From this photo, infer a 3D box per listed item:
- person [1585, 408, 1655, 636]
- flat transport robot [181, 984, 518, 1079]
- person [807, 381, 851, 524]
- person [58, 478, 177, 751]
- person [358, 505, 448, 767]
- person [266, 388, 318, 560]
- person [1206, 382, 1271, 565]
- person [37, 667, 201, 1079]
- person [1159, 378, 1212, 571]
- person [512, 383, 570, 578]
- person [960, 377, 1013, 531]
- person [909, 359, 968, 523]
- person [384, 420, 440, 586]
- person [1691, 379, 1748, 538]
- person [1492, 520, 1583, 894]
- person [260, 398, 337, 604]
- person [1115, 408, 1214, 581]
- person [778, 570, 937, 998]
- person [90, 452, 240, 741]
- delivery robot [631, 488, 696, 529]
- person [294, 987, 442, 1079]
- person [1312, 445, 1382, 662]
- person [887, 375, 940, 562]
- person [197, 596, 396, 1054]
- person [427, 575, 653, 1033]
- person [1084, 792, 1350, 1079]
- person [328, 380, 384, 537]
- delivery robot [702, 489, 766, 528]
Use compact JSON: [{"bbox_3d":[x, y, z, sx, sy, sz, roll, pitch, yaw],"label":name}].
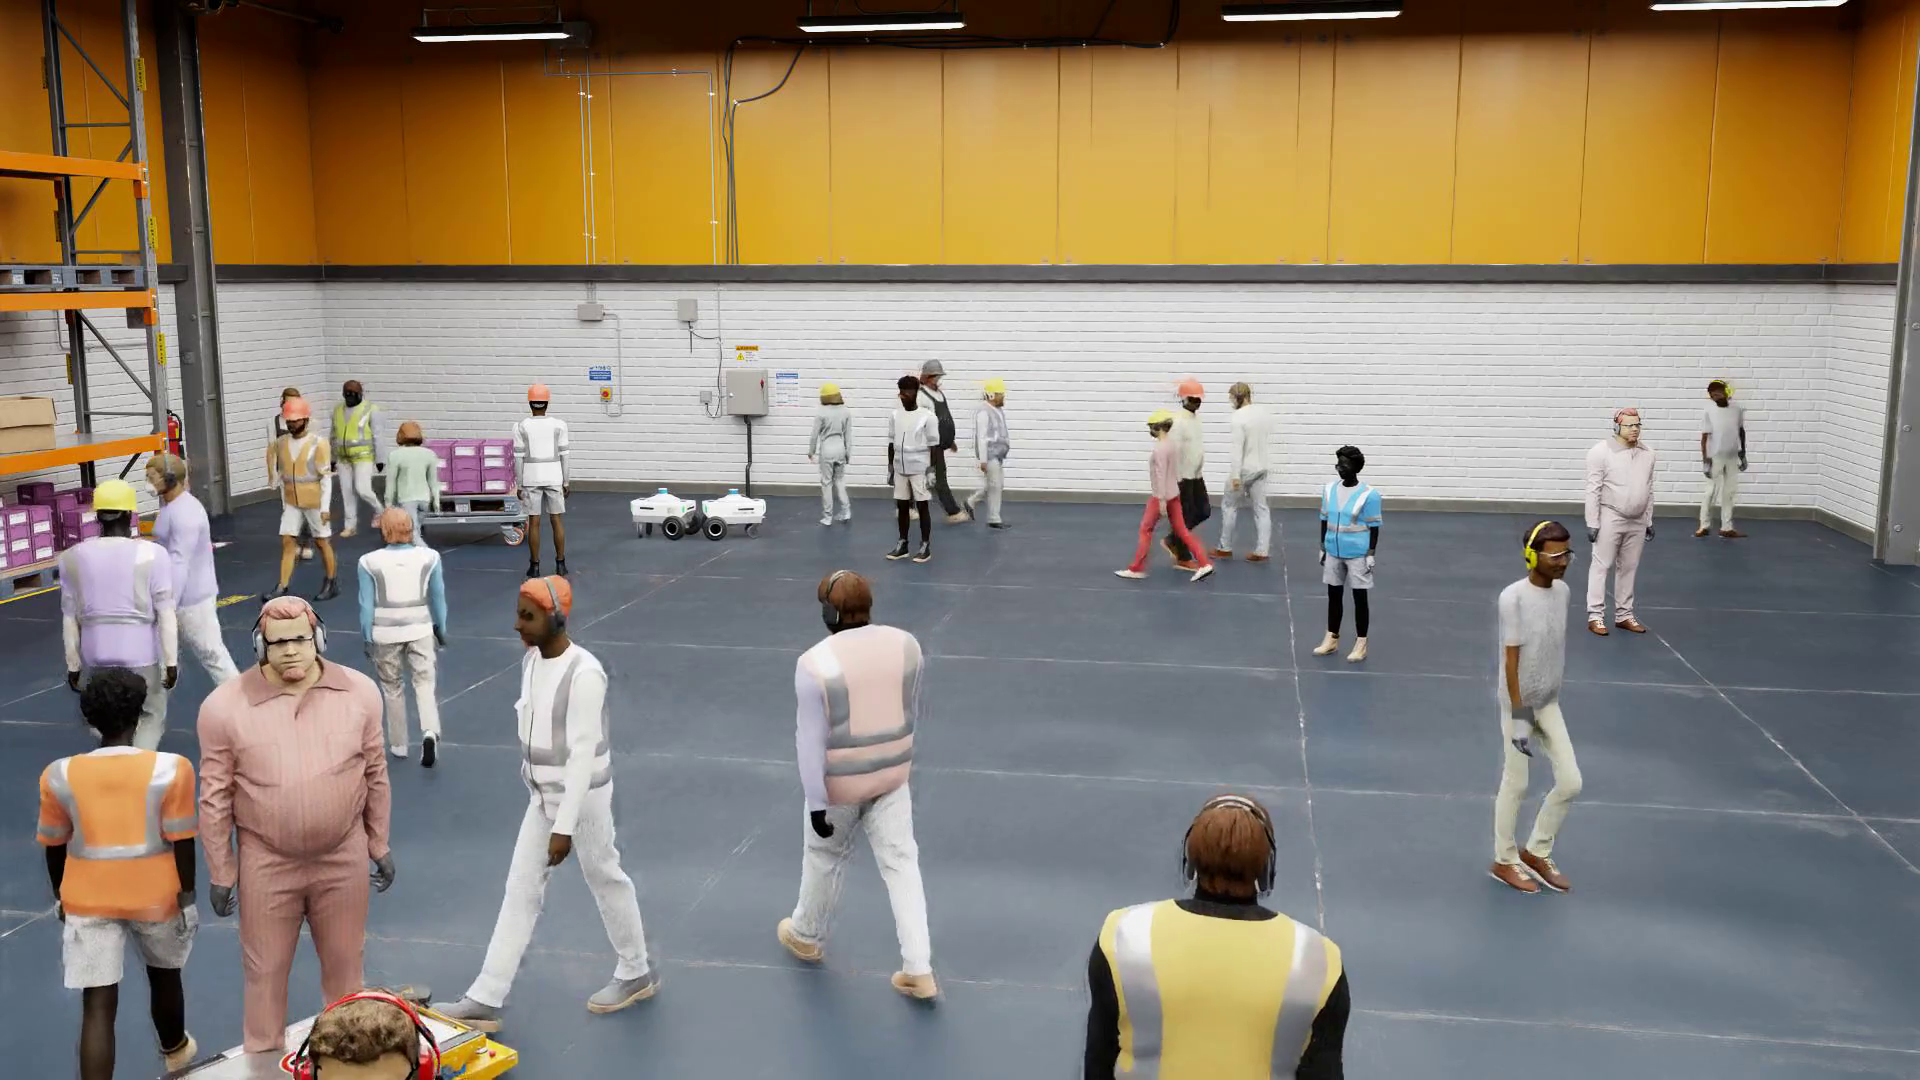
[{"bbox_3d":[5.551,-0.155,13.950,0.648,1.907,0.409,-3,10,-16],"label":"person"},{"bbox_3d":[-2.348,1.959,5.886,0.652,0.197,1.431,7,11,35],"label":"flat transport robot"},{"bbox_3d":[-1.571,-1.049,20.054,0.520,1.730,0.435,-8,12,-40],"label":"person"},{"bbox_3d":[-4.581,0.631,9.046,0.596,1.913,0.646,-1,9,-8],"label":"person"},{"bbox_3d":[-3.392,0.597,10.183,0.521,1.615,0.674,-4,10,-26],"label":"person"},{"bbox_3d":[-7.029,-0.688,17.529,0.512,1.815,0.792,-2,9,-11],"label":"person"},{"bbox_3d":[2.934,-0.704,17.393,0.662,1.885,0.848,-8,12,-42],"label":"person"},{"bbox_3d":[-2.966,1.274,5.900,0.542,1.647,0.895,-2,9,-15],"label":"person"},{"bbox_3d":[2.308,-0.666,16.904,0.475,1.970,0.636,6,11,33],"label":"person"},{"bbox_3d":[-4.154,-0.588,16.536,0.544,1.939,0.354,-3,10,-18],"label":"person"},{"bbox_3d":[0.307,-1.011,19.571,0.612,1.816,0.590,3,10,19],"label":"person"},{"bbox_3d":[-0.331,-1.234,20.225,1.030,2.000,0.689,3,10,17],"label":"person"},{"bbox_3d":[-5.276,-0.360,16.187,0.786,1.601,0.514,7,12,39],"label":"person"},{"bbox_3d":[8.720,-0.910,18.898,0.667,1.831,0.334,-1,9,-4],"label":"person"},{"bbox_3d":[2.797,0.822,8.058,0.518,1.848,0.506,-5,10,-27],"label":"person"},{"bbox_3d":[-5.983,-0.328,15.058,0.580,1.886,0.955,2,9,11],"label":"person"},{"bbox_3d":[2.046,-0.441,16.314,0.944,1.713,0.515,4,10,24],"label":"person"},{"bbox_3d":[-0.427,1.014,7.080,0.639,1.795,0.976,-6,11,-32],"label":"person"},{"bbox_3d":[-5.028,0.399,10.523,0.982,1.891,0.652,-6,11,-35],"label":"person"},{"bbox_3d":[-3.403,-0.351,19.055,0.707,0.478,0.477,3,9,17],"label":"delivery robot"},{"bbox_3d":[-1.061,1.657,3.065,0.591,1.798,0.982,-3,10,-16],"label":"person"},{"bbox_3d":[3.032,0.103,12.994,0.321,1.696,0.537,-9,13,-43],"label":"person"},{"bbox_3d":[-0.511,-0.750,17.450,0.613,1.963,0.362,6,11,31],"label":"person"},{"bbox_3d":[-2.347,1.135,5.944,0.652,1.906,0.403,-6,11,-31],"label":"person"},{"bbox_3d":[-1.641,1.060,6.608,0.968,1.833,0.602,-8,12,-41],"label":"person"},{"bbox_3d":[0.603,1.500,4.025,0.624,1.802,0.949,1,9,7],"label":"person"},{"bbox_3d":[-6.911,-0.939,19.084,0.652,1.822,0.531,3,9,15],"label":"person"},{"bbox_3d":[-2.579,-0.343,19.001,0.707,0.478,0.477,-2,9,-12],"label":"delivery robot"}]
